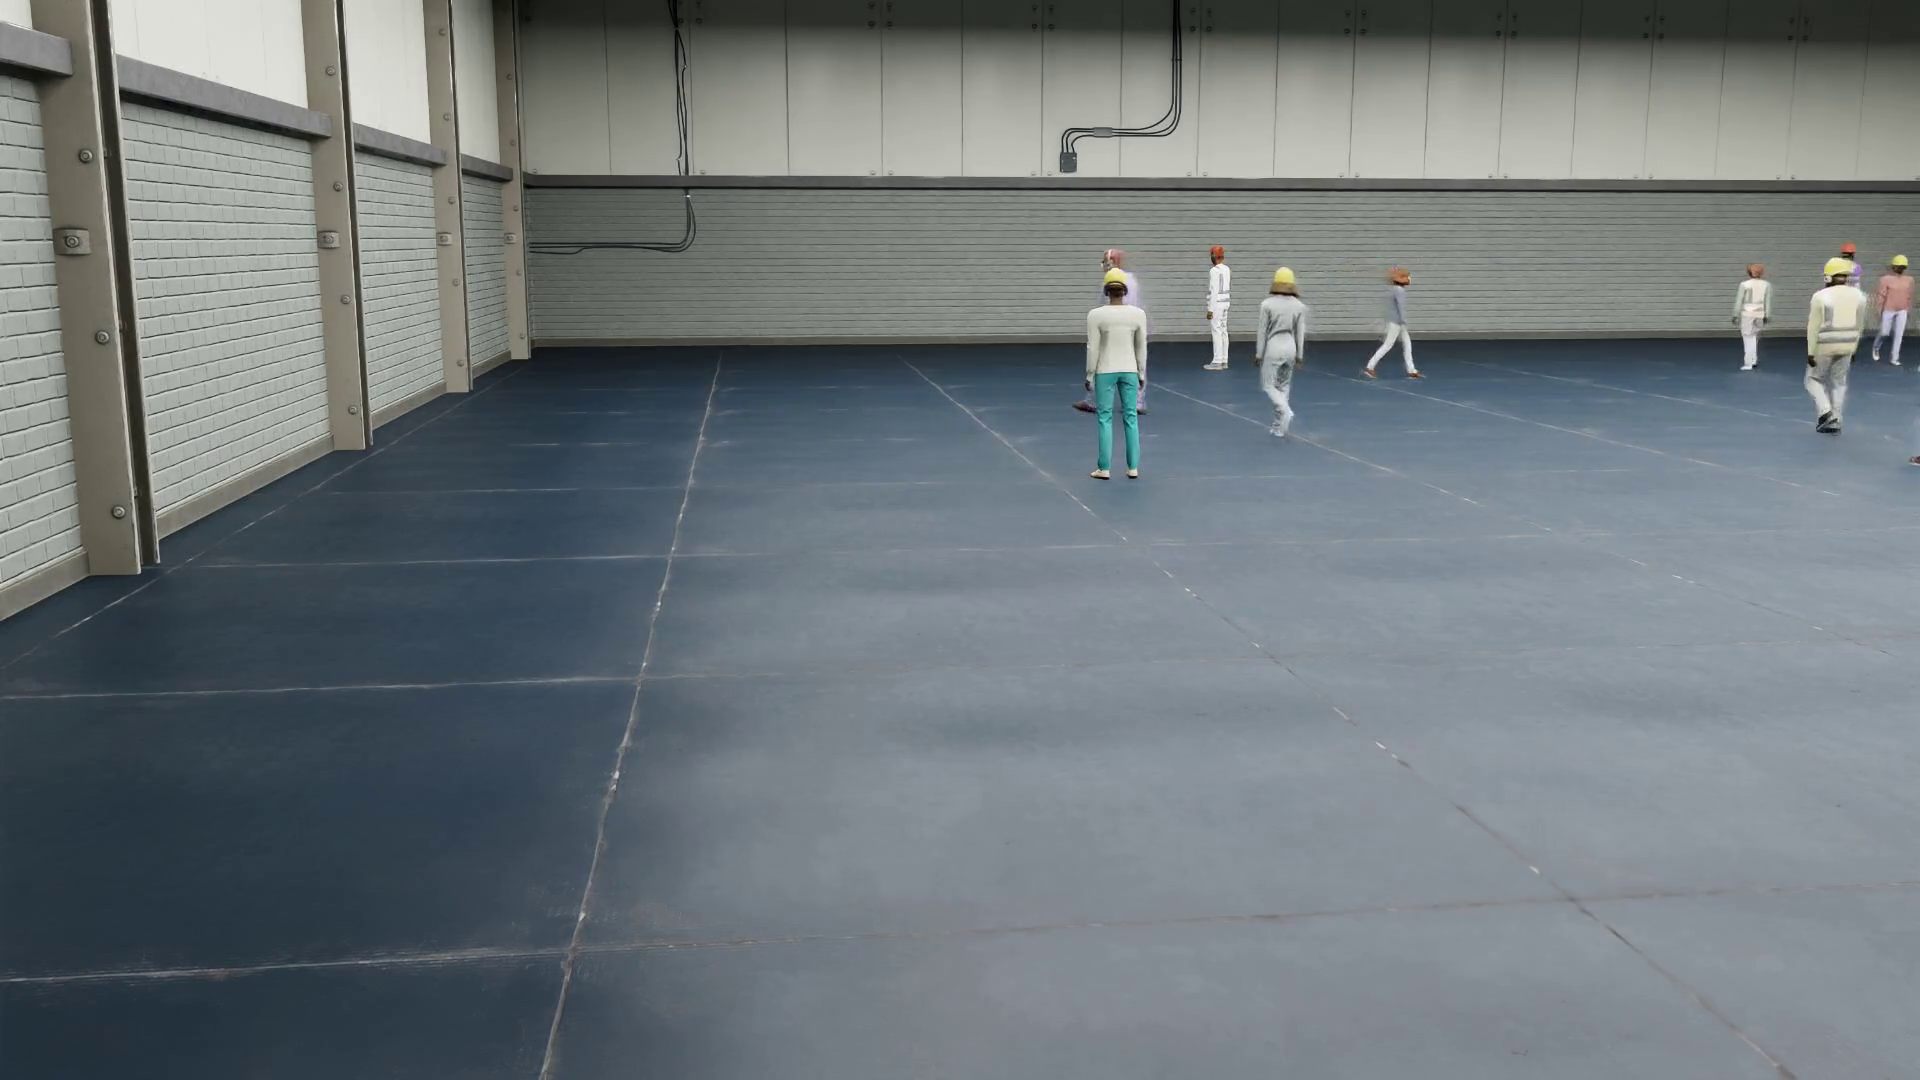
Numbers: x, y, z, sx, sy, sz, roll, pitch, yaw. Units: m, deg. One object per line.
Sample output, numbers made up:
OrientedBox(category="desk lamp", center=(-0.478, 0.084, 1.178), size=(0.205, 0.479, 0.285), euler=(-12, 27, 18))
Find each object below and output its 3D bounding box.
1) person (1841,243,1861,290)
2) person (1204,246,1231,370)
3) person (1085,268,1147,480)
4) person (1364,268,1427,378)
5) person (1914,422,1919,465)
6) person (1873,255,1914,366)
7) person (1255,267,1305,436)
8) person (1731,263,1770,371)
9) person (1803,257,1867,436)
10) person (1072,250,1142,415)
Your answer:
OrientedBox(category="person", center=(15.859, -4.374, 29.889), size=(0.660, 1.918, 0.549), euler=(-7, 13, -34))
OrientedBox(category="person", center=(3.950, -3.551, 25.472), size=(0.337, 1.880, 0.583), euler=(6, 12, 32))
OrientedBox(category="person", center=(1.299, -1.386, 13.931), size=(0.533, 1.765, 0.323), euler=(-2, 11, -12))
OrientedBox(category="person", center=(6.234, -3.104, 23.825), size=(0.868, 1.591, 0.511), euler=(2, 11, 13))
OrientedBox(category="person", center=(8.651, -1.439, 14.625), size=(0.365, 1.623, 0.515), euler=(10, 14, 44))
OrientedBox(category="person", center=(14.810, -3.651, 26.400), size=(0.527, 1.748, 0.620), euler=(1, 10, 7))
OrientedBox(category="person", center=(3.246, -1.881, 16.751), size=(0.493, 1.720, 0.574), euler=(-3, 11, -16))
OrientedBox(category="person", center=(12.008, -3.390, 25.317), size=(0.517, 1.623, 0.496), euler=(-2, 11, -12))
OrientedBox(category="person", center=(8.870, -1.952, 16.910), size=(0.592, 1.818, 0.421), euler=(-1, 10, -4))
OrientedBox(category="person", center=(1.710, -2.374, 19.057), size=(0.931, 1.864, 0.650), euler=(9, 13, 39))
